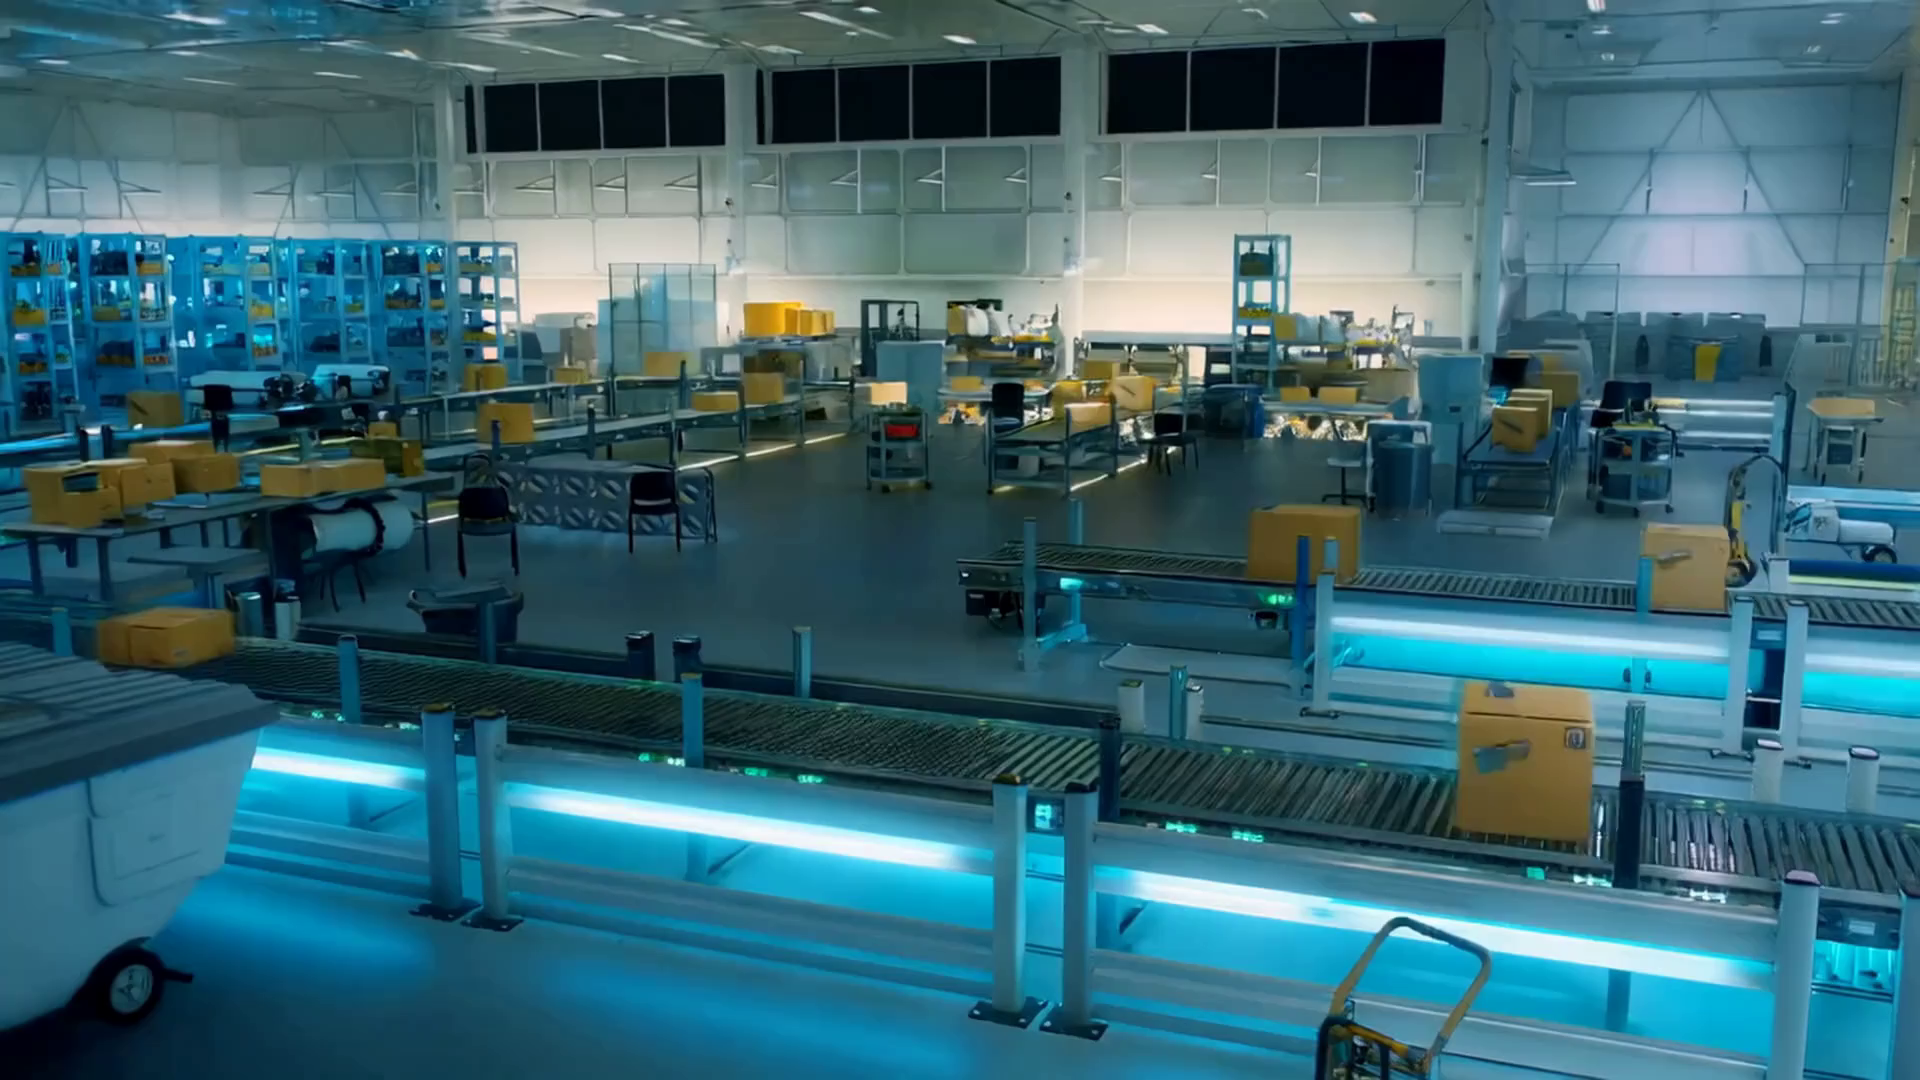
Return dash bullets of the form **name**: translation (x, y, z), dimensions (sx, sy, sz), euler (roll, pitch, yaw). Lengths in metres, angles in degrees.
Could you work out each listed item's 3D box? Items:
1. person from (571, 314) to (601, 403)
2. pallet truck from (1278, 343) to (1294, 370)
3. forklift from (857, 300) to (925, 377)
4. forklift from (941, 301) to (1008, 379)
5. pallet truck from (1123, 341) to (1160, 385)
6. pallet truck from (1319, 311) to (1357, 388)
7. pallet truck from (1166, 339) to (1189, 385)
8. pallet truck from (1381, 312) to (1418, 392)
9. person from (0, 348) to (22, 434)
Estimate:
- **person**: translation (-8.283, -4.015, 36.819), dimensions (0.633, 1.970, 0.718), euler (-3, 10, -19)
- **pallet truck**: translation (7.886, -4.163, 39.743), dimensions (0.653, 1.274, 1.630), euler (4, 10, 22)
- **forklift**: translation (-1.732, -5.109, 42.468), dimensions (1.157, 1.987, 2.680), euler (4, 10, 22)
- **forklift**: translation (0.365, -4.966, 41.571), dimensions (1.157, 1.987, 2.680), euler (3, 10, 20)
- **pallet truck**: translation (4.445, -4.380, 41.279), dimensions (0.680, 1.201, 1.601), euler (4, 10, 22)
- **pallet truck**: translation (9.071, -4.419, 39.190), dimensions (0.823, 1.965, 1.885), euler (5, 10, 26)
- **pallet truck**: translation (5.418, -4.269, 40.420), dimensions (0.704, 1.261, 1.522), euler (3, 10, 20)
- **pallet truck**: translation (10.207, -4.283, 38.369), dimensions (0.823, 1.965, 1.885), euler (3, 10, 20)
- **person**: translation (-17.317, -2.782, 29.932), dimensions (0.942, 1.787, 0.617), euler (3, 10, 17)
